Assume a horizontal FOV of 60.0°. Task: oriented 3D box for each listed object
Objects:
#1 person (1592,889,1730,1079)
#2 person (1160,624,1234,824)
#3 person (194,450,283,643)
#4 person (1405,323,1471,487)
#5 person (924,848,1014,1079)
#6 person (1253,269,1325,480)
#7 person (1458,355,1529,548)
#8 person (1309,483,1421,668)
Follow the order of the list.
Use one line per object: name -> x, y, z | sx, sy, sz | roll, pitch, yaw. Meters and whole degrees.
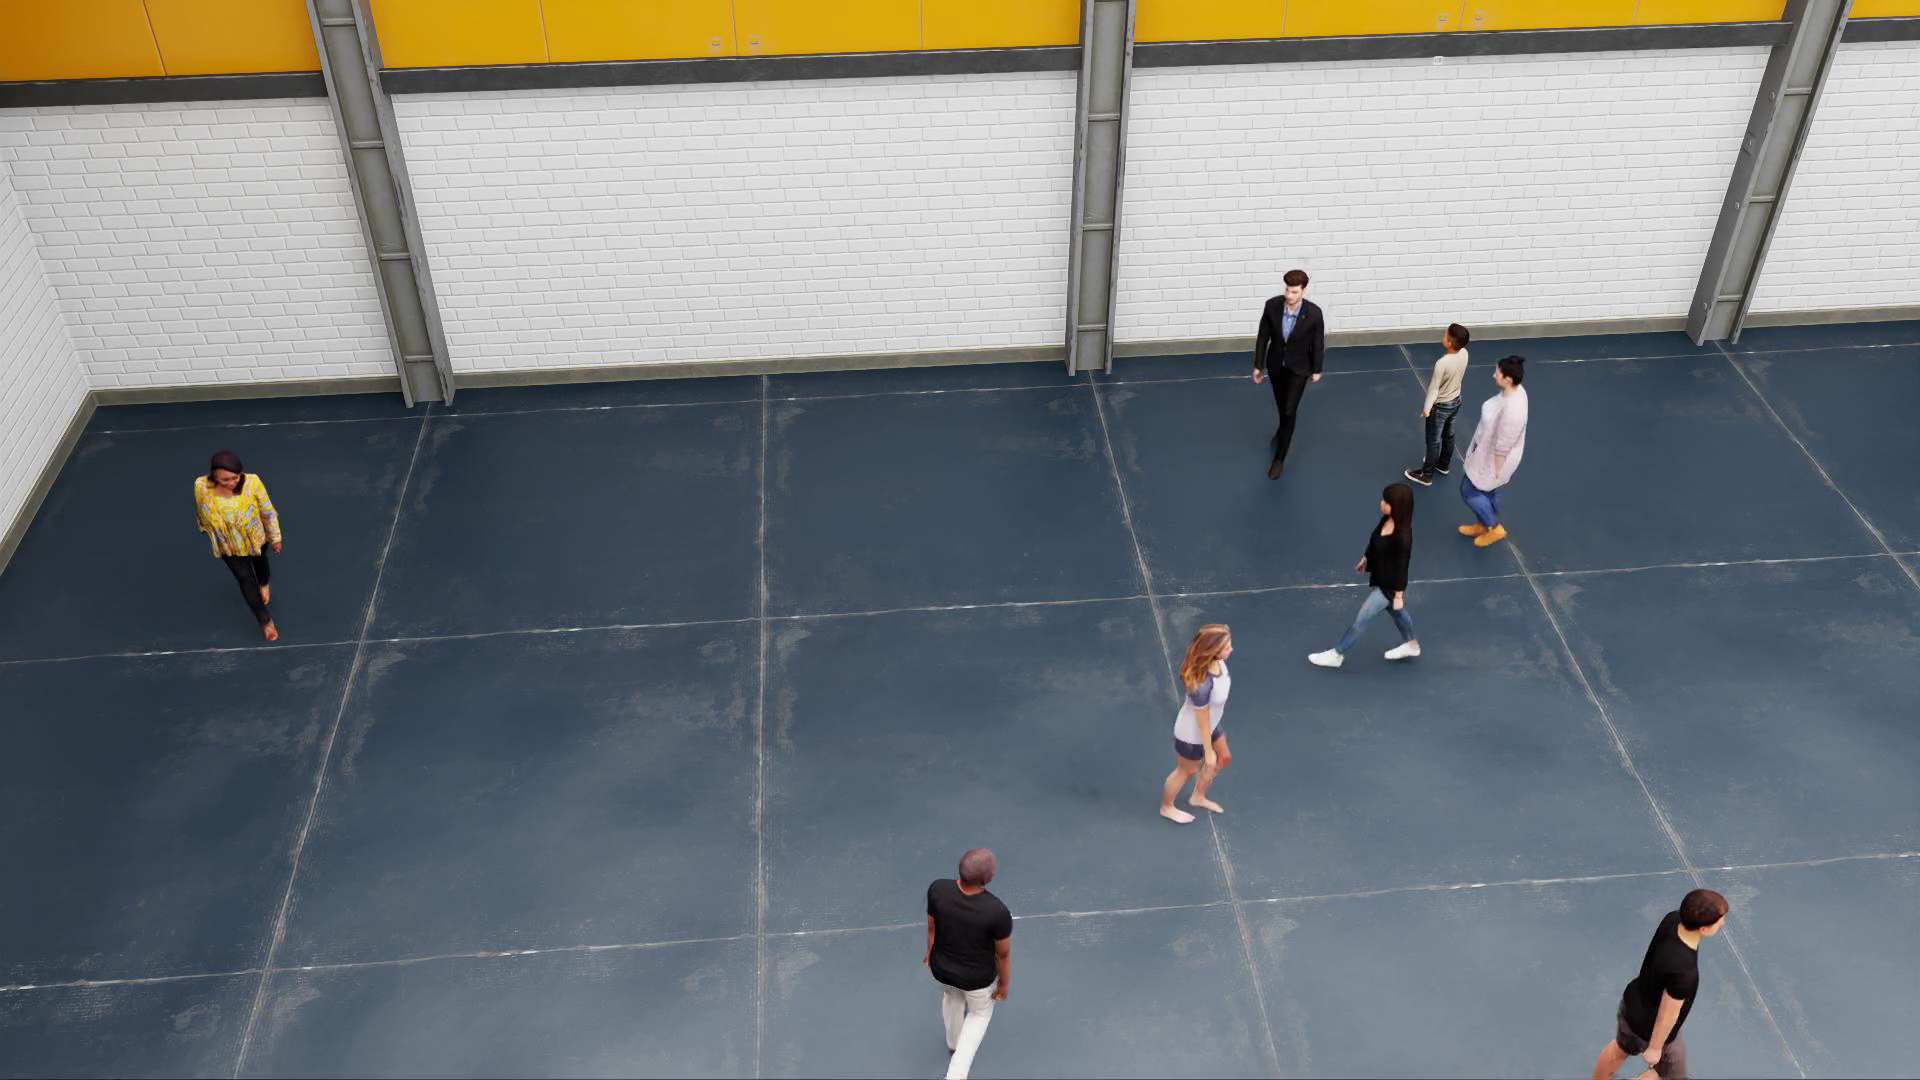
person -> 3.602, 2.490, 8.839 | 0.777, 1.848, 0.780 | 7, 39, 9
person -> 1.427, 1.182, 10.587 | 0.760, 1.712, 0.719 | 15, 41, 18
person -> -5.299, -0.060, 12.238 | 1.060, 1.591, 0.978 | -11, 40, -14
person -> 3.988, -1.122, 13.674 | 0.590, 1.459, 0.673 | -29, 47, -31
person -> 0.001, 2.384, 9.023 | 1.010, 1.783, 0.977 | 12, 40, 15
person -> 2.753, -1.489, 13.832 | 1.133, 1.835, 1.130 | 22, 43, 25
person -> 4.242, -0.662, 12.879 | 0.824, 1.731, 0.799 | 12, 40, 14
person -> 3.102, 0.280, 11.802 | 1.063, 1.604, 0.620 | -1, 39, -2
